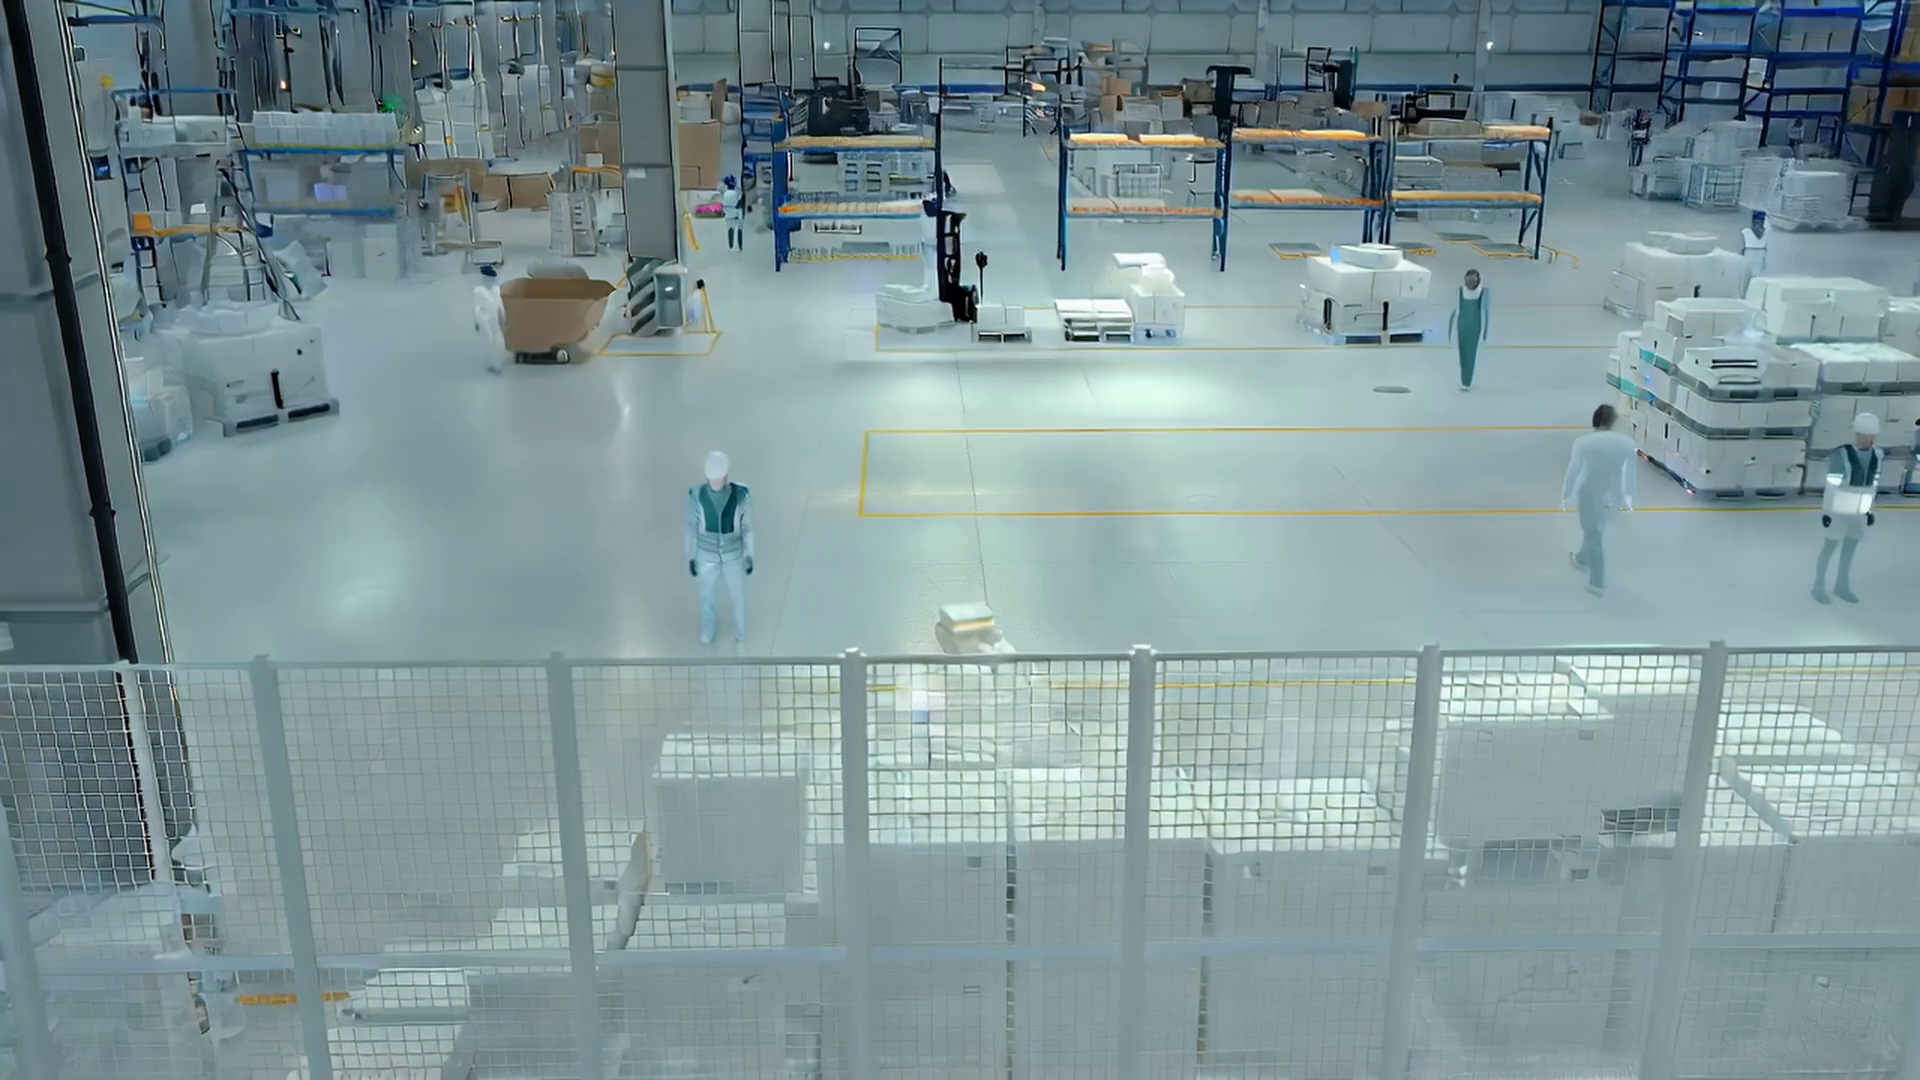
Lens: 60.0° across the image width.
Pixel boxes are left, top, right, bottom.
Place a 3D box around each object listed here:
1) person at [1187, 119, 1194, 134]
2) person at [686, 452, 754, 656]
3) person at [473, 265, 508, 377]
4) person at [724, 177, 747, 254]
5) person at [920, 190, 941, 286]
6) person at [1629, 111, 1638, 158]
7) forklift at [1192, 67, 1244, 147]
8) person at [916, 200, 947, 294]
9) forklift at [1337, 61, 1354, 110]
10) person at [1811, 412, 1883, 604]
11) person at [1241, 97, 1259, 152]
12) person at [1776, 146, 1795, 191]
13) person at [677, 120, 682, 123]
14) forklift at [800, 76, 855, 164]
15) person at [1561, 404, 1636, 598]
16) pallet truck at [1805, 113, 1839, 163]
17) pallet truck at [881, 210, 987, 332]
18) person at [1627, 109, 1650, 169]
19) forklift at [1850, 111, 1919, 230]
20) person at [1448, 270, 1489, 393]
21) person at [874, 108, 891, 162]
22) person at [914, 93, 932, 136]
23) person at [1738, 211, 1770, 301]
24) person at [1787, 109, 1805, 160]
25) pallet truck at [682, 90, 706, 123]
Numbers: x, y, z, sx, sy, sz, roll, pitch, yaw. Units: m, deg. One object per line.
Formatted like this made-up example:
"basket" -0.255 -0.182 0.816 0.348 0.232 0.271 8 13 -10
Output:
"person" 7.248 -12.706 53.519 0.521 1.609 0.737 2 19 5
"person" -2.141 0.136 14.919 0.605 1.938 0.412 -3 19 -9
"person" -7.197 -3.376 25.678 0.696 1.715 0.497 12 22 32
"person" -5.044 -7.253 37.228 0.569 1.694 0.321 10 21 28
"person" -0.549 -6.076 33.396 0.557 1.906 0.605 -14 23 -36
"person" 23.311 -13.963 57.235 0.516 1.626 0.369 17 25 41
"forklift" 9.517 -15.894 61.023 1.873 2.768 1.129 -1 19 -2
"person" -0.564 -5.696 32.395 0.647 1.824 0.442 10 21 27
"forklift" 15.197 -17.540 65.905 1.873 2.768 1.129 -1 19 -2
"person" 8.701 -0.311 16.245 0.552 1.936 0.358 -3 19 -9
"person" 10.302 -14.763 59.117 0.631 1.940 0.370 2 19 7
"person" 20.970 -9.062 42.306 0.426 1.869 0.621 -5 19 -14
"person" -8.313 -11.476 49.393 0.593 1.916 0.567 -11 22 -30
"forklift" -4.427 -14.116 55.747 1.129 2.768 1.873 10 21 28
"person" 6.386 -0.438 16.725 0.639 1.877 1.051 -2 19 -5
"pallet truck" 26.403 -11.957 50.702 0.823 1.965 1.885 6 19 16
"pallet truck" -0.493 -4.759 29.349 1.885 1.965 0.823 -13 23 -34
"person" 22.080 -13.067 54.137 0.603 1.910 0.390 14 23 35
"forklift" 23.126 -9.083 40.816 1.873 2.768 1.129 -1 19 -2
"person" 7.521 -3.095 24.701 0.530 1.806 0.878 9 21 26
"person" -2.535 -13.070 54.118 0.556 1.919 0.398 9 21 25
"person" -1.396 -15.593 61.650 0.959 1.904 0.643 5 19 13
"person" 14.515 -5.050 30.373 0.636 1.885 0.846 -3 19 -9
"person" 27.519 -13.276 54.859 0.633 1.841 0.429 -14 23 -36
"pallet truck" -9.671 -15.907 62.421 0.823 1.965 1.885 5 19 15
